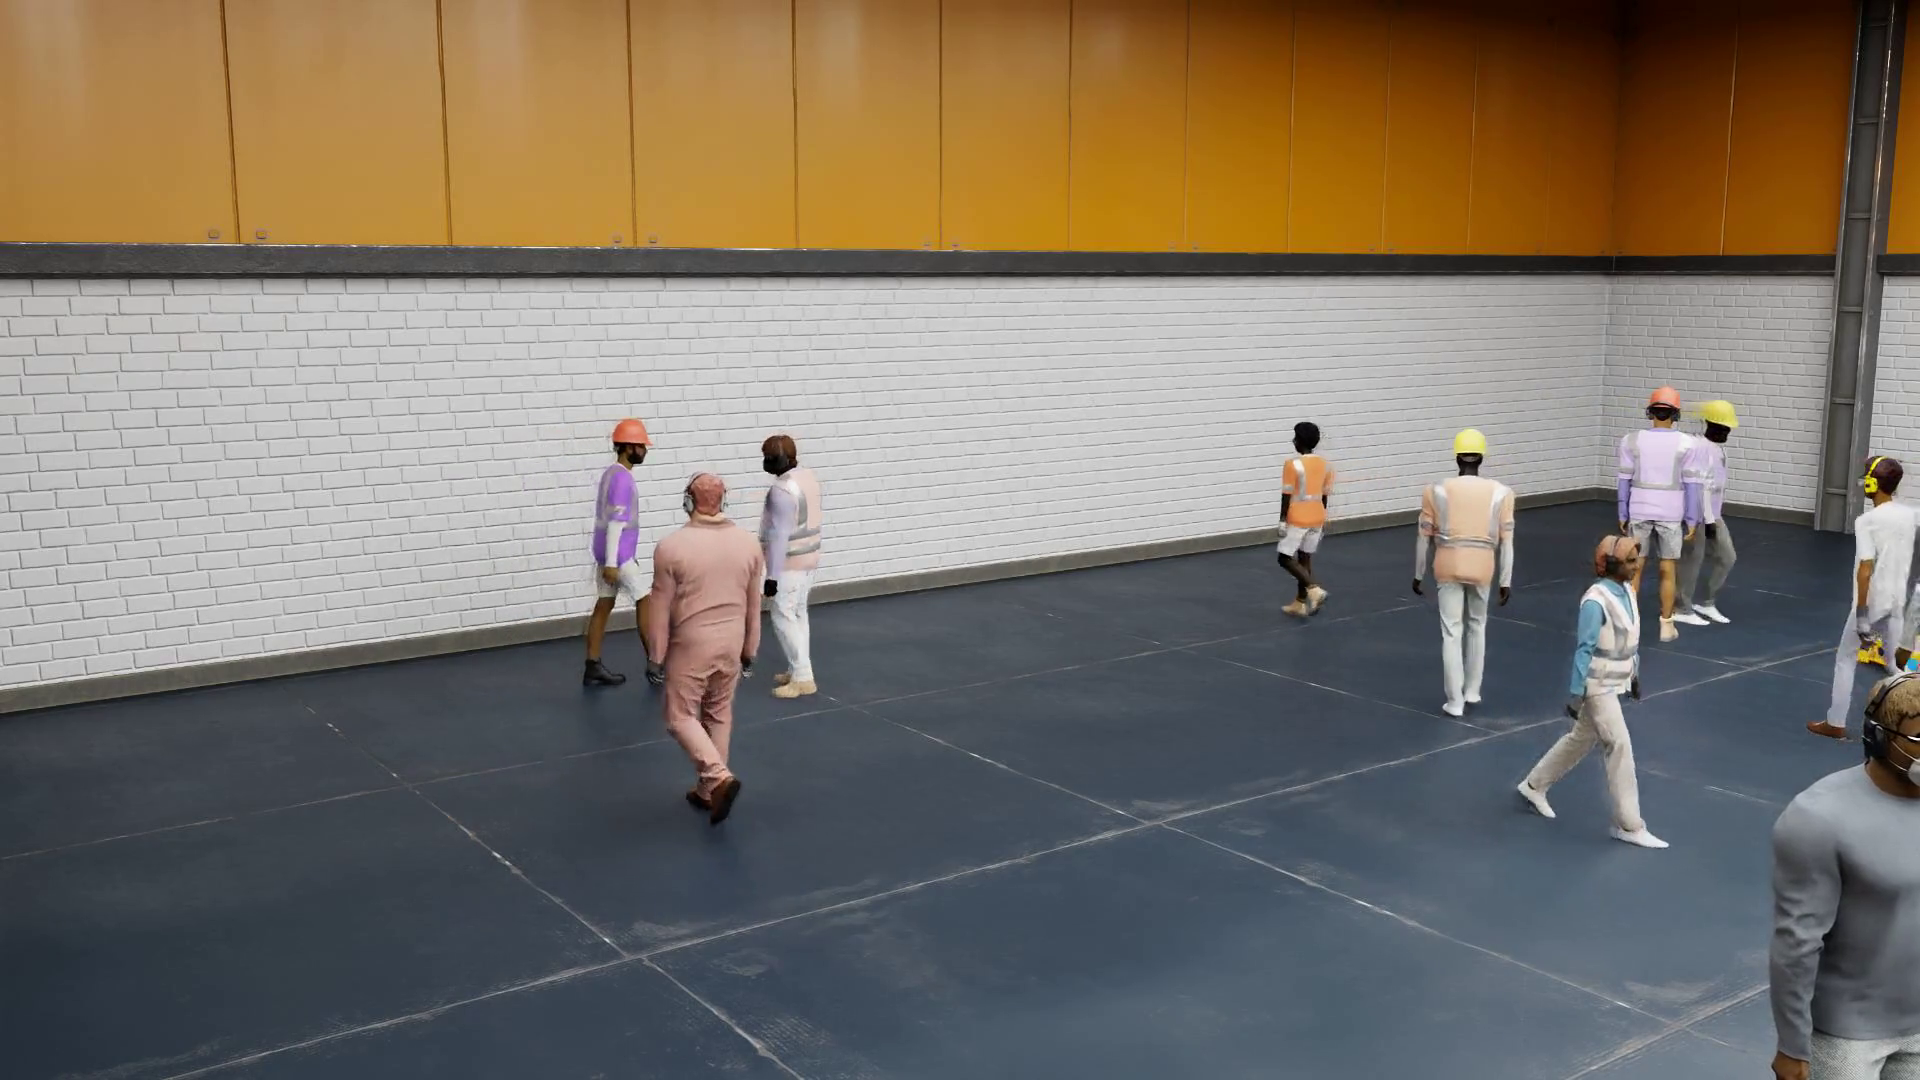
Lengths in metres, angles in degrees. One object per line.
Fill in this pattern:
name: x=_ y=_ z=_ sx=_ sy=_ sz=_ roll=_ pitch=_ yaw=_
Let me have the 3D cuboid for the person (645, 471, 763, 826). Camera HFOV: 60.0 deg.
person: x=-1.338 y=0.577 z=8.872 sx=0.657 sy=1.890 sz=0.685 roll=-8 pitch=12 yaw=-39

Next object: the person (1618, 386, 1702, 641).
person: x=5.583 y=-0.212 z=13.316 sx=0.609 sy=2.034 sz=0.400 roll=5 pitch=11 yaw=30

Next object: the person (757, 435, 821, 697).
person: x=-1.195 y=0.177 z=11.627 sx=0.431 sy=1.828 sz=0.682 roll=2 pitch=9 yaw=12

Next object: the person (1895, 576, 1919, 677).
person: x=5.400 y=0.569 z=8.945 sx=0.628 sy=1.888 sz=0.501 roll=0 pitch=9 yaw=-2

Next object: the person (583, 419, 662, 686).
person: x=-2.311 y=0.097 z=11.820 sx=0.866 sy=1.895 sz=0.573 roll=-3 pitch=10 yaw=-19

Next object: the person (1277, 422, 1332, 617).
person: x=2.938 y=-0.155 z=14.032 sx=0.554 sy=1.682 sz=0.509 roll=-7 pitch=11 yaw=-36

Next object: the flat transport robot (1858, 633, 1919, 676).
flat transport robot: x=7.148 y=0.894 z=11.912 sx=0.652 sy=0.197 sz=1.431 roll=-1 pitch=9 yaw=-7

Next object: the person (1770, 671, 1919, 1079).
person: x=2.406 y=1.282 z=4.390 sx=0.635 sy=1.937 sz=0.354 roll=-3 pitch=10 yaw=-17

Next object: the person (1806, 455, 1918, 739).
person: x=5.669 y=0.400 z=10.171 sx=0.515 sy=1.840 sz=0.902 roll=-3 pitch=10 yaw=-17

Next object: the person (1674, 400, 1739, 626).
person: x=6.217 y=-0.212 z=13.755 sx=0.586 sy=1.893 sz=0.561 roll=-8 pitch=12 yaw=-42

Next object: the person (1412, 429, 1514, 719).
person: x=3.347 y=0.208 z=11.116 sx=0.607 sy=1.899 sz=0.708 roll=1 pitch=9 yaw=7

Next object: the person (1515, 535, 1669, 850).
person: x=3.313 y=0.751 z=8.700 sx=0.824 sy=1.608 sz=0.538 roll=8 pitch=12 yaw=39
